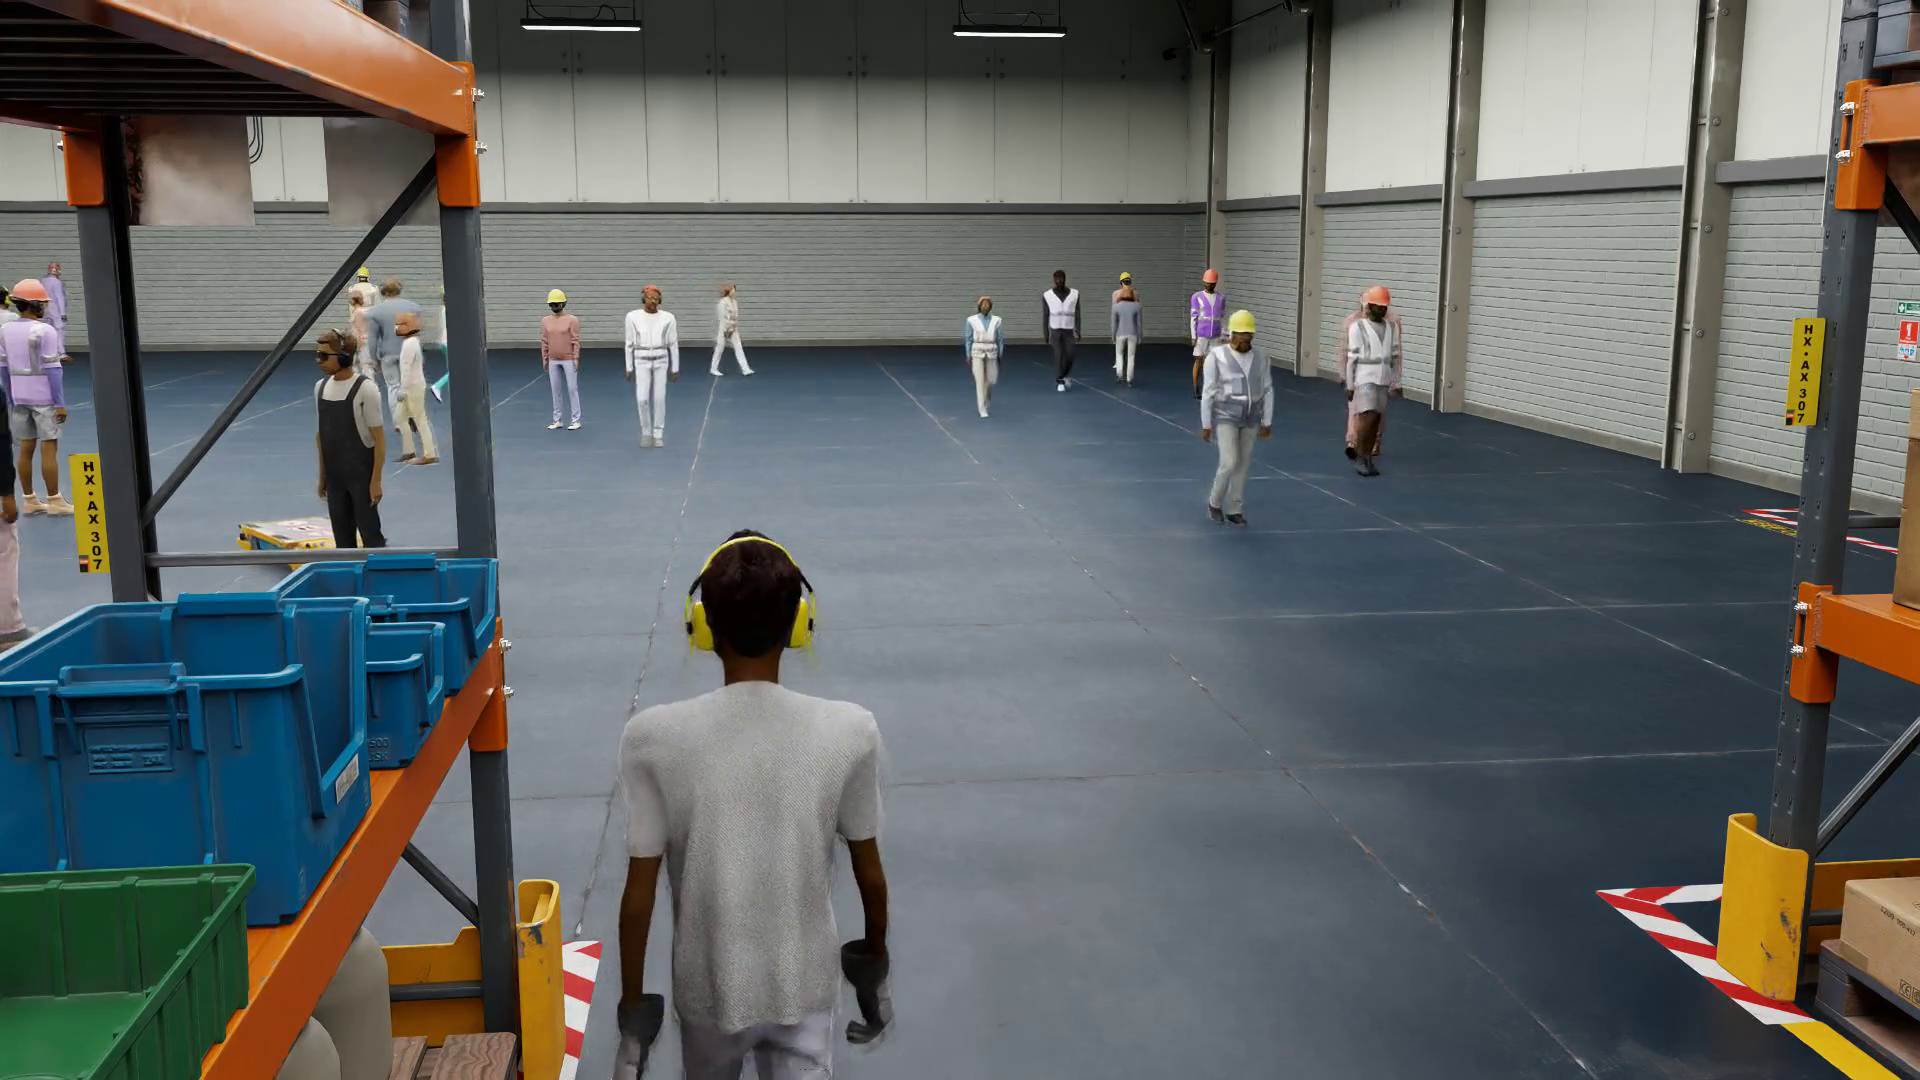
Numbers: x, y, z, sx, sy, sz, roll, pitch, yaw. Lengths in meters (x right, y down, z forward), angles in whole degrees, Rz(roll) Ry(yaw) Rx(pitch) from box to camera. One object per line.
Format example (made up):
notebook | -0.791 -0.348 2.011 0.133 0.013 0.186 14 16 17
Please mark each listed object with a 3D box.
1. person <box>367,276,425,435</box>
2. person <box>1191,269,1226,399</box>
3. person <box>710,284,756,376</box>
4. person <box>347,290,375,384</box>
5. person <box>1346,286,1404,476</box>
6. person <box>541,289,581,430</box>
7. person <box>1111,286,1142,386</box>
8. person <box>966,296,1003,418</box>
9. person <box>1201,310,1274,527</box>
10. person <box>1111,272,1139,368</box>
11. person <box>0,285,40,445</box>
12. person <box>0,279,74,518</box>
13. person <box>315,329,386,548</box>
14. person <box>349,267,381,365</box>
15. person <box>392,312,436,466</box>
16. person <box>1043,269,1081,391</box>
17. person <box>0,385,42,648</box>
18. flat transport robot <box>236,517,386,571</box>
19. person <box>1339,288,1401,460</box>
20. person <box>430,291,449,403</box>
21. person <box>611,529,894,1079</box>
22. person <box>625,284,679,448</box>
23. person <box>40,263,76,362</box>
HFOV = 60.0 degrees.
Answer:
person | -6.844 -2.229 20.205 0.659 1.926 0.462 -5 12 -26
person | 3.703 -3.058 24.740 0.547 1.929 0.385 -3 11 -14
person | -3.973 -3.615 28.705 0.887 1.590 0.533 5 12 26
person | -8.904 -2.865 24.500 0.526 1.618 0.546 -4 11 -21
person | 4.192 -1.578 16.676 0.544 1.919 0.577 -4 11 -21
person | -4.986 -2.247 20.770 0.518 1.756 0.341 2 11 13
person | 2.704 -3.305 26.965 0.510 1.619 0.450 1 10 4
person | 0.315 -2.469 22.352 0.518 1.626 0.526 -2 11 -13
person | 2.302 -0.995 13.773 0.588 1.811 0.425 -4 11 -20
person | 3.013 -4.013 30.454 0.526 1.761 0.332 -3 11 -17
person | -10.996 -2.015 19.250 0.573 1.842 0.855 1 10 3
person | -7.935 -1.213 14.311 0.609 2.044 0.394 4 11 19
person | -3.795 -0.388 10.348 0.506 1.842 0.344 5 11 25
person | -11.202 -4.222 31.383 0.588 1.835 0.403 -3 11 -14
person | -5.818 -1.572 17.461 0.577 1.613 0.503 -3 11 -18
person | 1.595 -3.278 26.026 0.612 1.897 0.447 -1 10 -4
person | -5.706 -0.301 9.511 0.621 1.974 0.741 3 11 17
flat transport robot | -4.859 0.013 12.456 0.652 0.197 1.431 -9 13 -40
person | 4.434 -1.798 18.052 0.672 1.849 1.023 4 11 19
person | -7.282 -2.773 23.683 0.555 1.752 0.527 -8 13 -37
person | -0.413 0.889 3.356 0.564 1.836 0.784 -2 10 -8
person | -3.488 -1.963 18.912 0.601 1.861 0.581 -3 11 -14
person | -17.481 -4.390 32.171 0.684 1.913 0.420 8 13 36
